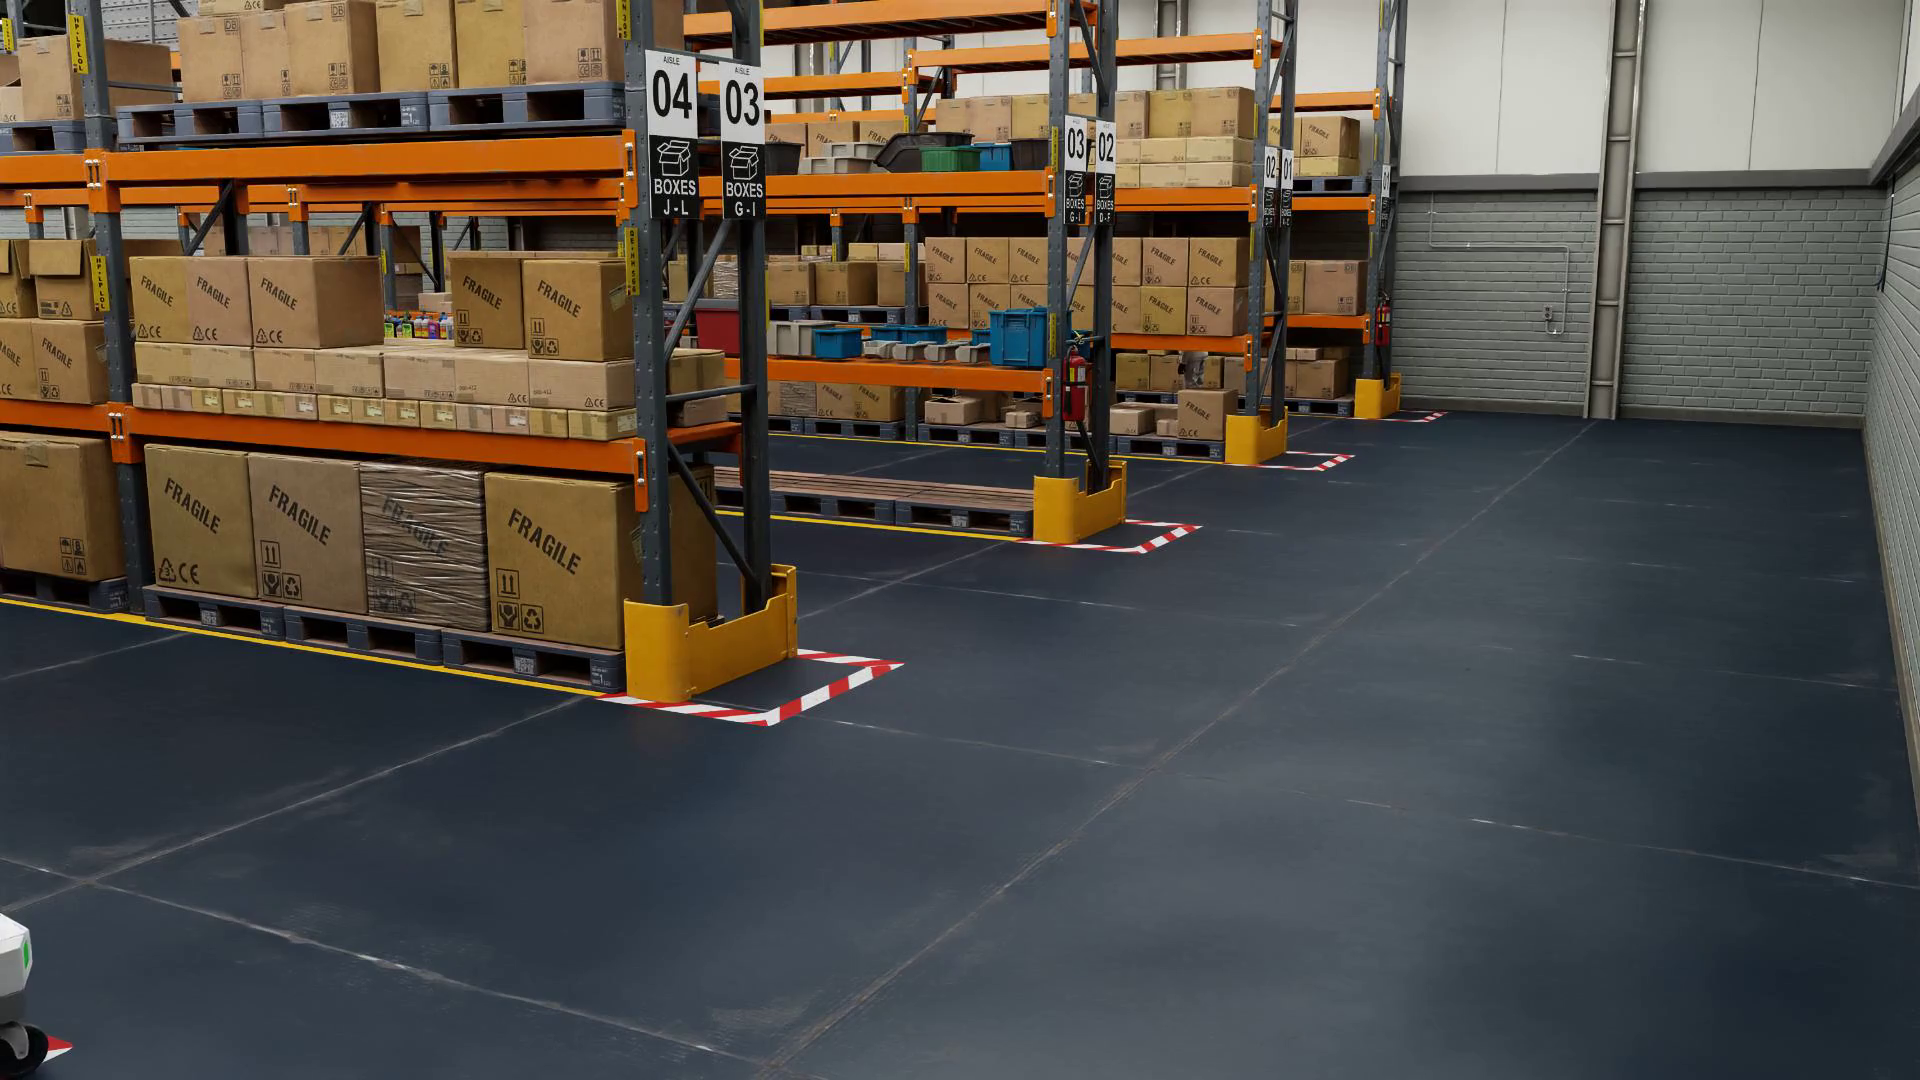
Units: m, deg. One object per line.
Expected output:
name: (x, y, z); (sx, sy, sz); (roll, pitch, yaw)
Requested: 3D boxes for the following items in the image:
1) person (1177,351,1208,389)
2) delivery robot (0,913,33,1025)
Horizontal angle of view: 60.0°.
person: (2.672, -2.091, 19.179); (0.355, 1.883, 0.574); (6, 12, 28)
delivery robot: (-2.917, 1.221, 4.485); (0.477, 0.478, 0.707); (8, 13, 37)
